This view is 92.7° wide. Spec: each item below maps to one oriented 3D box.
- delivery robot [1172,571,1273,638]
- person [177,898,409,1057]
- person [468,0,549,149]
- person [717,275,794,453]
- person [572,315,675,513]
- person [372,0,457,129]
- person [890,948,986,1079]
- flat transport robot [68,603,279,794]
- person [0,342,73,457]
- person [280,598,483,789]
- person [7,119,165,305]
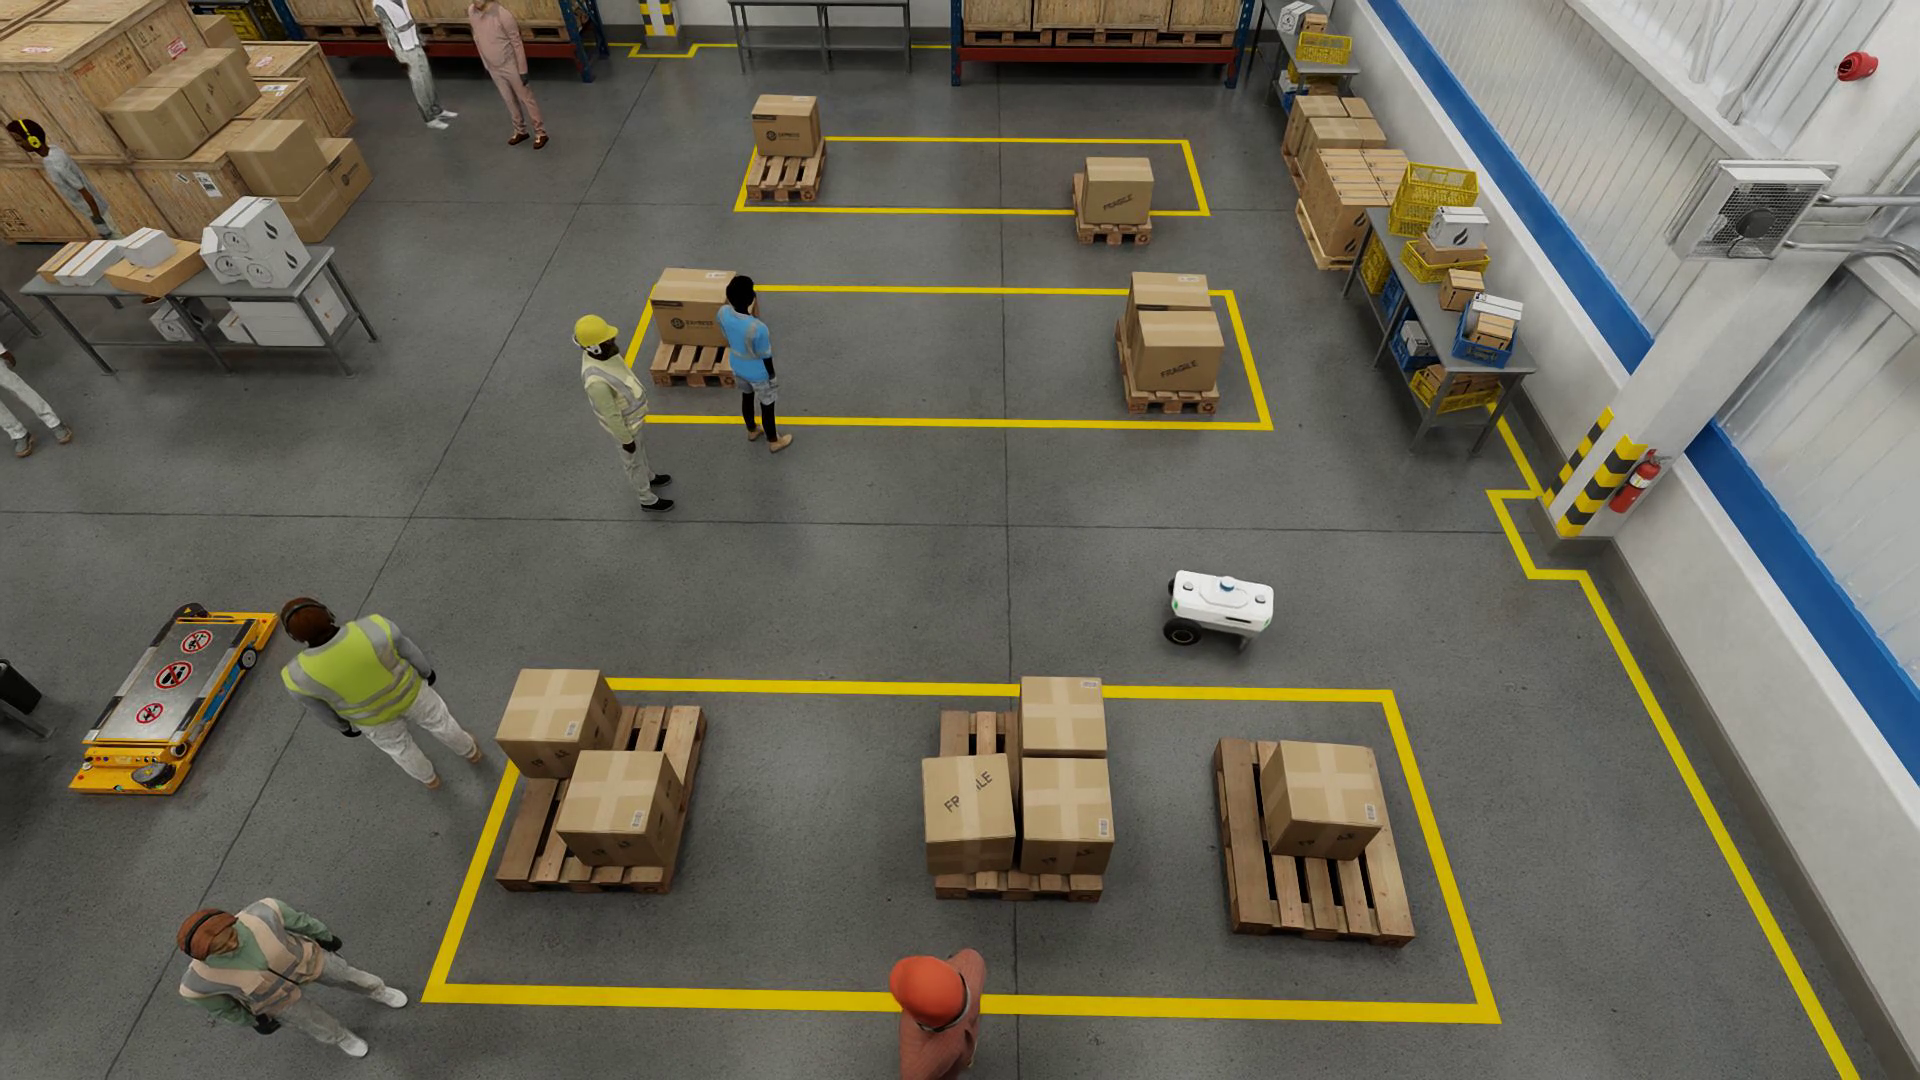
[{"bbox_3d":[1.918,0.450,6.724,0.707,0.478,0.477,10,50,8],"label":"delivery robot"},{"bbox_3d":[-3.361,2.198,4.604,0.313,1.634,0.514,19,52,15],"label":"person"},{"bbox_3d":[-5.556,-5.772,11.168,0.643,1.911,0.410,15,51,12],"label":"person"},{"bbox_3d":[-1.718,-1.439,7.644,0.527,1.690,0.318,31,56,24],"label":"person"},{"bbox_3d":[-2.611,-0.970,7.151,0.404,1.837,0.589,-11,51,-9],"label":"person"},{"bbox_3d":[-6.937,-6.186,11.518,0.386,1.912,0.587,2,50,1],"label":"person"},{"bbox_3d":[-0.101,2.319,4.265,0.376,1.997,0.612,20,53,16],"label":"person"},{"bbox_3d":[-5.504,1.072,6.442,0.652,0.197,1.431,1,50,1],"label":"flat transport robot"},{"bbox_3d":[-8.249,-1.516,7.581,0.572,1.886,0.353,-26,55,-20],"label":"person"},{"bbox_3d":[-3.490,0.946,5.536,0.628,1.838,0.429,-36,58,-26],"label":"person"},{"bbox_3d":[-8.541,-3.213,9.027,0.327,1.874,0.518,-36,58,-26],"label":"person"}]
